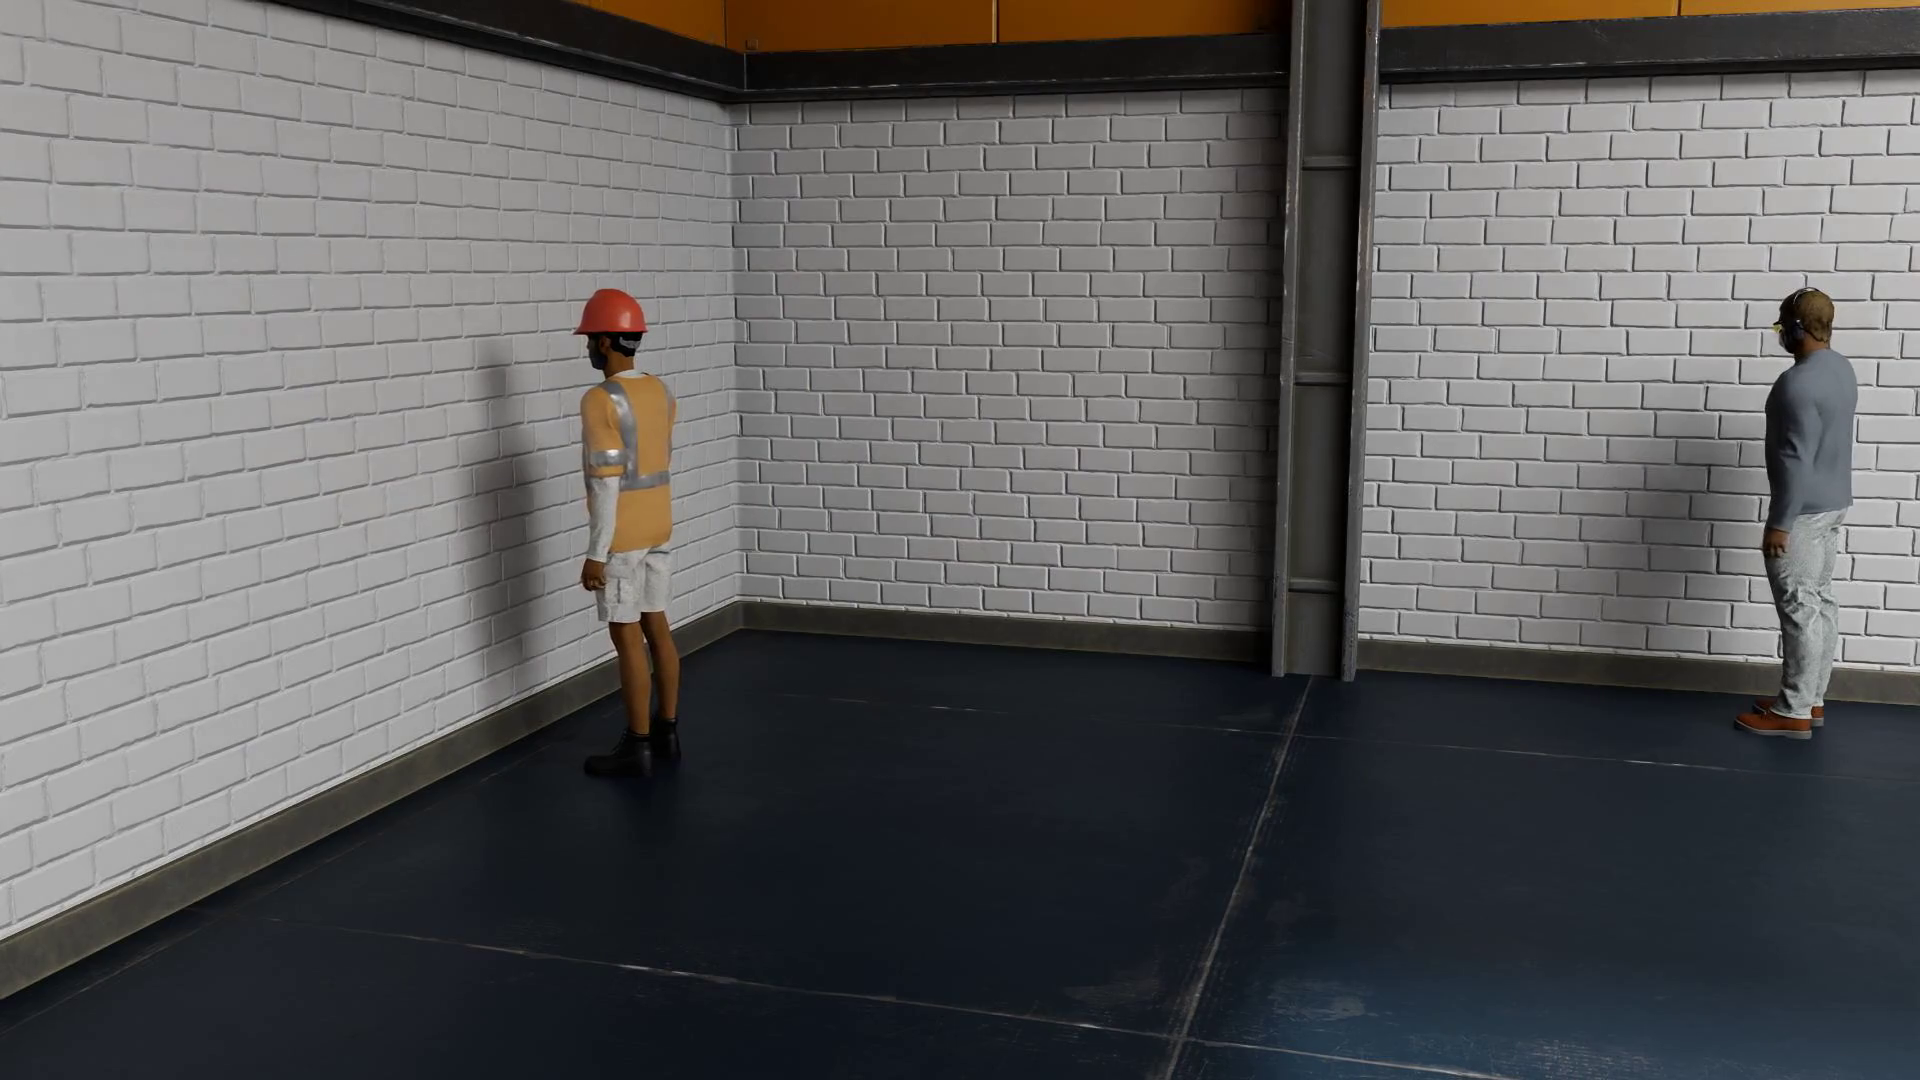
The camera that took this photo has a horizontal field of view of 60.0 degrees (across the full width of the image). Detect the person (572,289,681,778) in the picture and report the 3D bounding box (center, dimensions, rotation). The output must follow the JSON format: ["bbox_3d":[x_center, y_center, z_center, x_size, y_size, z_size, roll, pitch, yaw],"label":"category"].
[{"bbox_3d":[-1.342,-0.021,6.620,0.379,1.938,0.547,3,10,20],"label":"person"}]

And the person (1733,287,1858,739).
[{"bbox_3d":[3.621,-0.110,7.171,0.379,1.937,0.629,9,13,43],"label":"person"}]
